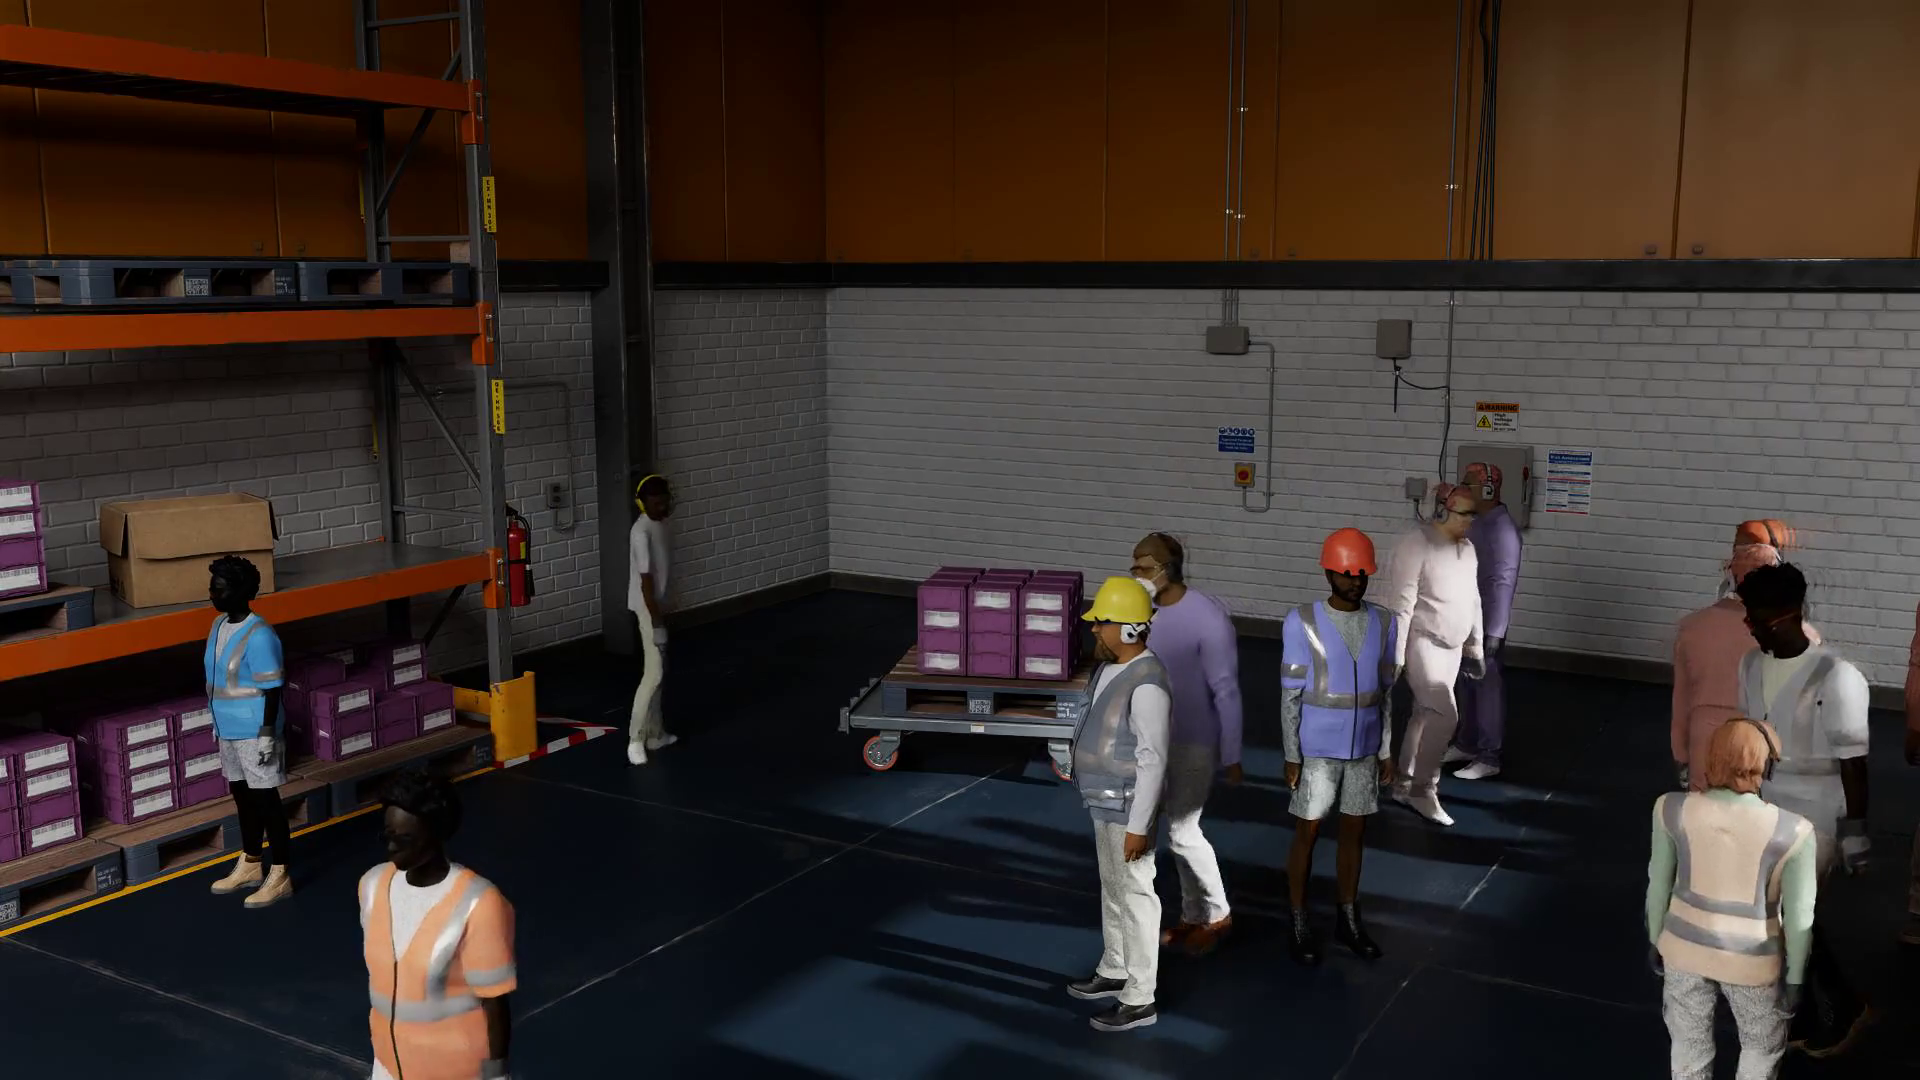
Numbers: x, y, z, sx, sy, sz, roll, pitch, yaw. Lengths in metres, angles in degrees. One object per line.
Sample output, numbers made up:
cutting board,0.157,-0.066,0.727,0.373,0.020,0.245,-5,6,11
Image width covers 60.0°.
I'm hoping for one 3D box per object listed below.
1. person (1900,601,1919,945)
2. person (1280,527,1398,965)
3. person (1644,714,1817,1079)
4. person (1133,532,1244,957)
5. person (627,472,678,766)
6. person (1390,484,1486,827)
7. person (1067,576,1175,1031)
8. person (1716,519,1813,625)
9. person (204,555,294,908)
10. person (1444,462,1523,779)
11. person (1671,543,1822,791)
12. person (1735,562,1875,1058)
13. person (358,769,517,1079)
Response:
person,4.549,0.857,7.416,0.612,1.995,0.382,5,10,27
person,1.675,0.900,7.323,0.543,1.939,0.355,-2,9,-14
person,2.477,1.367,5.394,0.516,1.626,0.362,6,11,35
person,0.972,0.902,7.382,0.457,1.910,0.646,-5,11,-30
person,-1.907,0.464,10.423,0.330,1.832,0.653,0,9,-1
person,2.683,0.627,9.201,0.657,1.876,0.652,-8,12,-42
person,0.648,1.049,6.721,0.403,1.833,0.590,-2,9,-11
person,3.870,0.814,8.075,0.580,1.866,0.587,-3,9,-16
person,-3.441,0.911,8.006,0.540,1.696,0.315,7,12,39
person,3.108,0.480,10.040,0.407,1.909,0.638,-1,9,-4
person,3.411,0.949,7.173,0.606,1.882,0.672,-6,11,-35
person,3.184,1.046,6.410,0.477,1.935,0.656,-1,9,-9
person,-1.439,1.442,4.781,0.539,1.677,0.706,4,10,25
